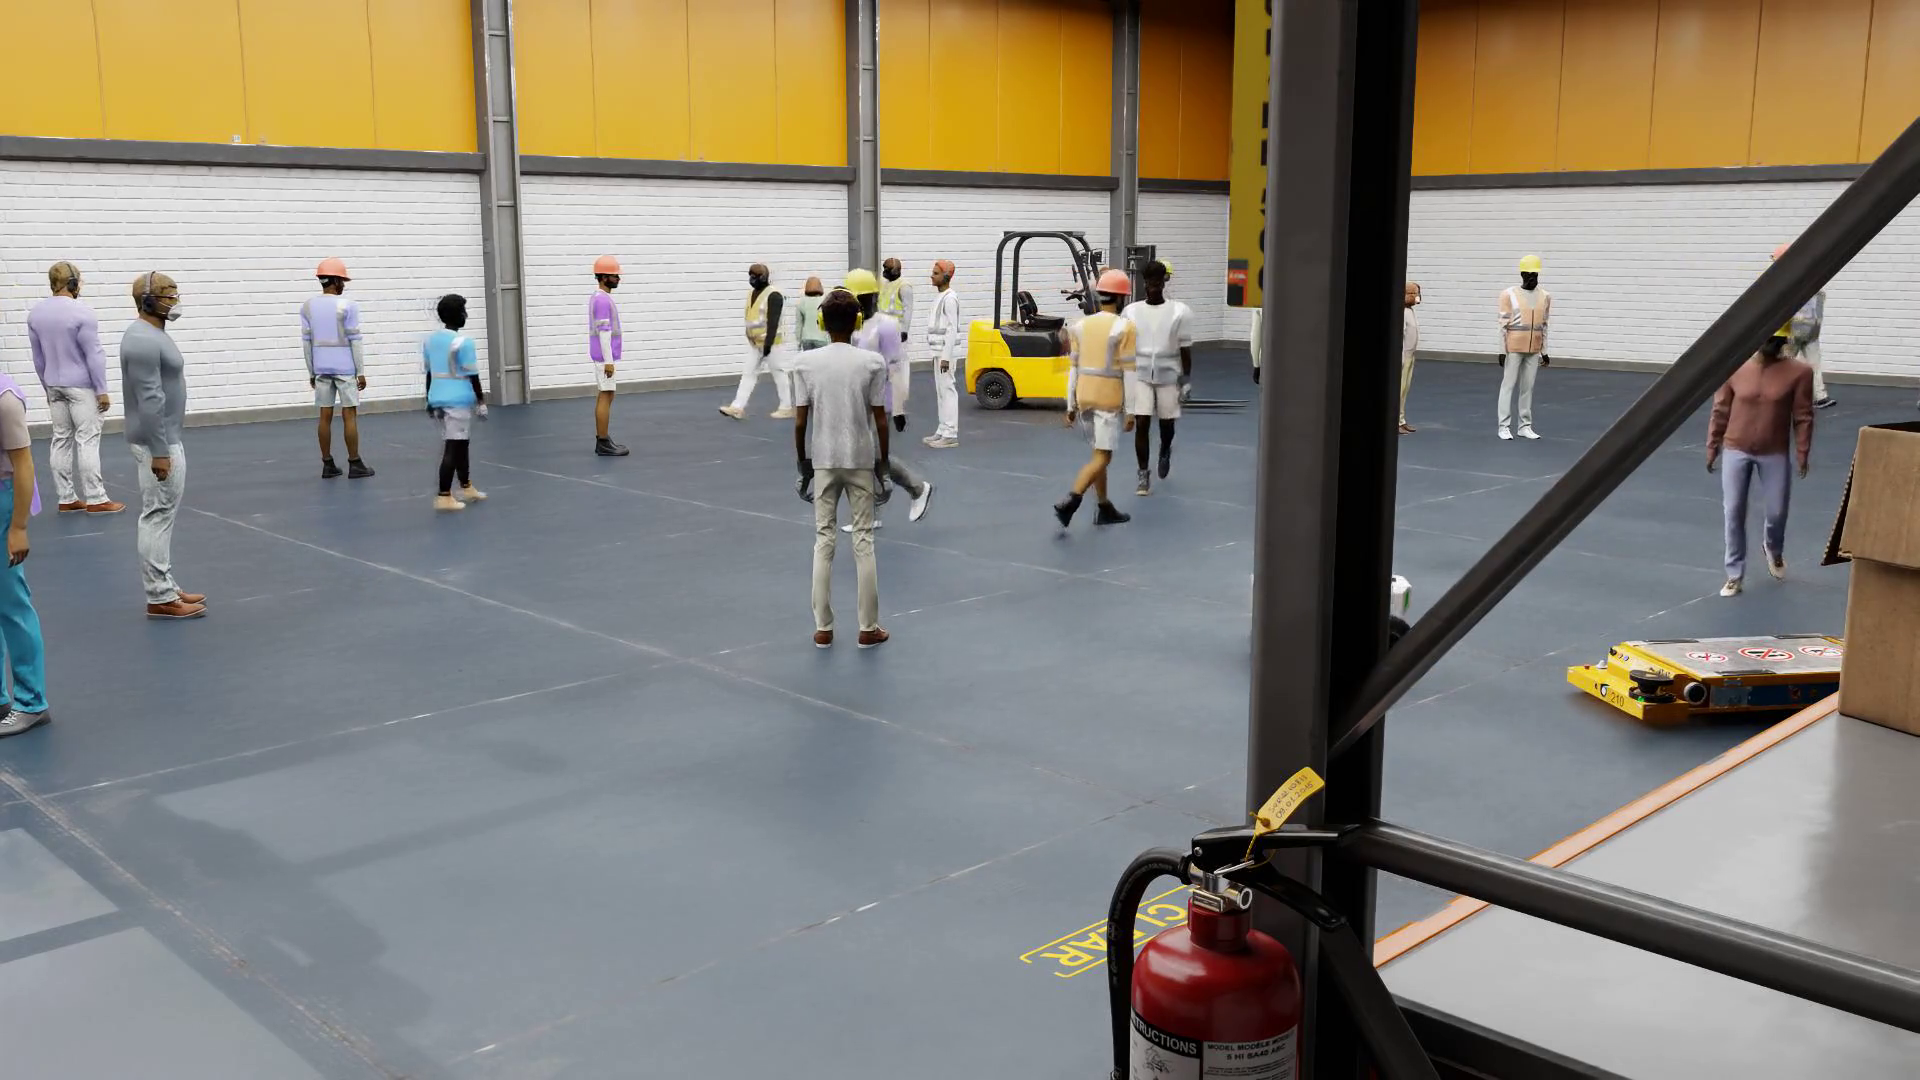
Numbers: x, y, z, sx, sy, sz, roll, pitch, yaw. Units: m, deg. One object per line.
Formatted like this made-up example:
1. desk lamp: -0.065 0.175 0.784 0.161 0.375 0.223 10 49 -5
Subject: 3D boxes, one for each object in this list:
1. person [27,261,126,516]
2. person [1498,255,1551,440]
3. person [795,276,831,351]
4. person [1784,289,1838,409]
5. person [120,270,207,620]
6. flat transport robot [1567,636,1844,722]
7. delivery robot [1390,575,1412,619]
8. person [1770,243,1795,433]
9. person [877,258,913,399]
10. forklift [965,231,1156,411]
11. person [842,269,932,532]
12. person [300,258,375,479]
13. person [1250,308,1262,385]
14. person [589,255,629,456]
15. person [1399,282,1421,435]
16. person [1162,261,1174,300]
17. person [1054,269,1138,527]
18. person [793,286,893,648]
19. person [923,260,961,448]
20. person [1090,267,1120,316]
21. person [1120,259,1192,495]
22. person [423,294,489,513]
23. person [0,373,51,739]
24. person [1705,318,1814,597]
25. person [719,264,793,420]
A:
1. person: -6.741 -1.143 12.658 0.631 1.939 0.372 3 11 17
2. person: 5.908 -2.011 17.415 0.585 1.928 0.370 -2 11 -13
3. person: -1.836 -2.513 20.984 0.520 1.616 0.405 2 11 12
4. person: 10.435 -2.506 20.503 0.616 1.782 0.913 -3 11 -14
5. person: -4.470 -0.528 9.299 0.354 1.937 0.635 -4 11 -21
6. flat transport robot: 3.610 0.618 7.605 1.431 0.197 0.652 -2 10 -9
7. delivery robot: 1.878 0.291 8.335 0.707 0.478 0.477 1 10 5
8. person: 8.828 -2.161 17.924 0.374 2.043 0.611 4 11 22
9. person: -0.860 -2.739 21.632 0.429 1.839 0.633 -6 12 -30
10. forklift: 1.222 -2.721 20.561 2.313 2.155 1.214 2 11 13
11. person: -0.575 -0.993 11.944 0.641 1.899 0.628 -7 13 -34
12. person: -5.478 -1.500 14.626 0.542 1.930 0.375 2 11 10
13. person: 2.884 -1.564 14.793 0.611 1.996 0.387 8 13 36
14. person: -3.407 -1.784 16.156 0.366 1.935 0.552 -3 11 -15
15. person: 4.809 -1.960 17.940 0.269 1.632 0.509 6 12 29
16. person: 2.902 -3.125 23.960 0.327 1.760 0.523 -3 11 -15
17. person: 0.972 -0.997 12.003 0.834 1.899 0.576 -10 14 -44
18. person: -0.602 -0.367 8.603 0.514 1.877 0.328 1 10 5
19. person: -0.174 -1.877 16.809 0.355 1.885 0.576 -2 11 -12
20. person: 2.296 -3.512 26.409 0.497 1.633 0.285 3 11 13
21. person: 1.628 -1.365 13.859 0.619 1.939 0.714 2 11 11
22. person: -3.855 -1.067 12.932 0.553 1.669 0.693 8 13 36
23. person: -4.170 -0.082 7.120 0.570 1.843 0.372 5 12 26
24. person: 4.733 -0.529 9.872 0.559 1.739 0.646 6 12 28
25. person: -2.330 -2.274 19.200 0.947 1.791 0.648 -9 14 -40
